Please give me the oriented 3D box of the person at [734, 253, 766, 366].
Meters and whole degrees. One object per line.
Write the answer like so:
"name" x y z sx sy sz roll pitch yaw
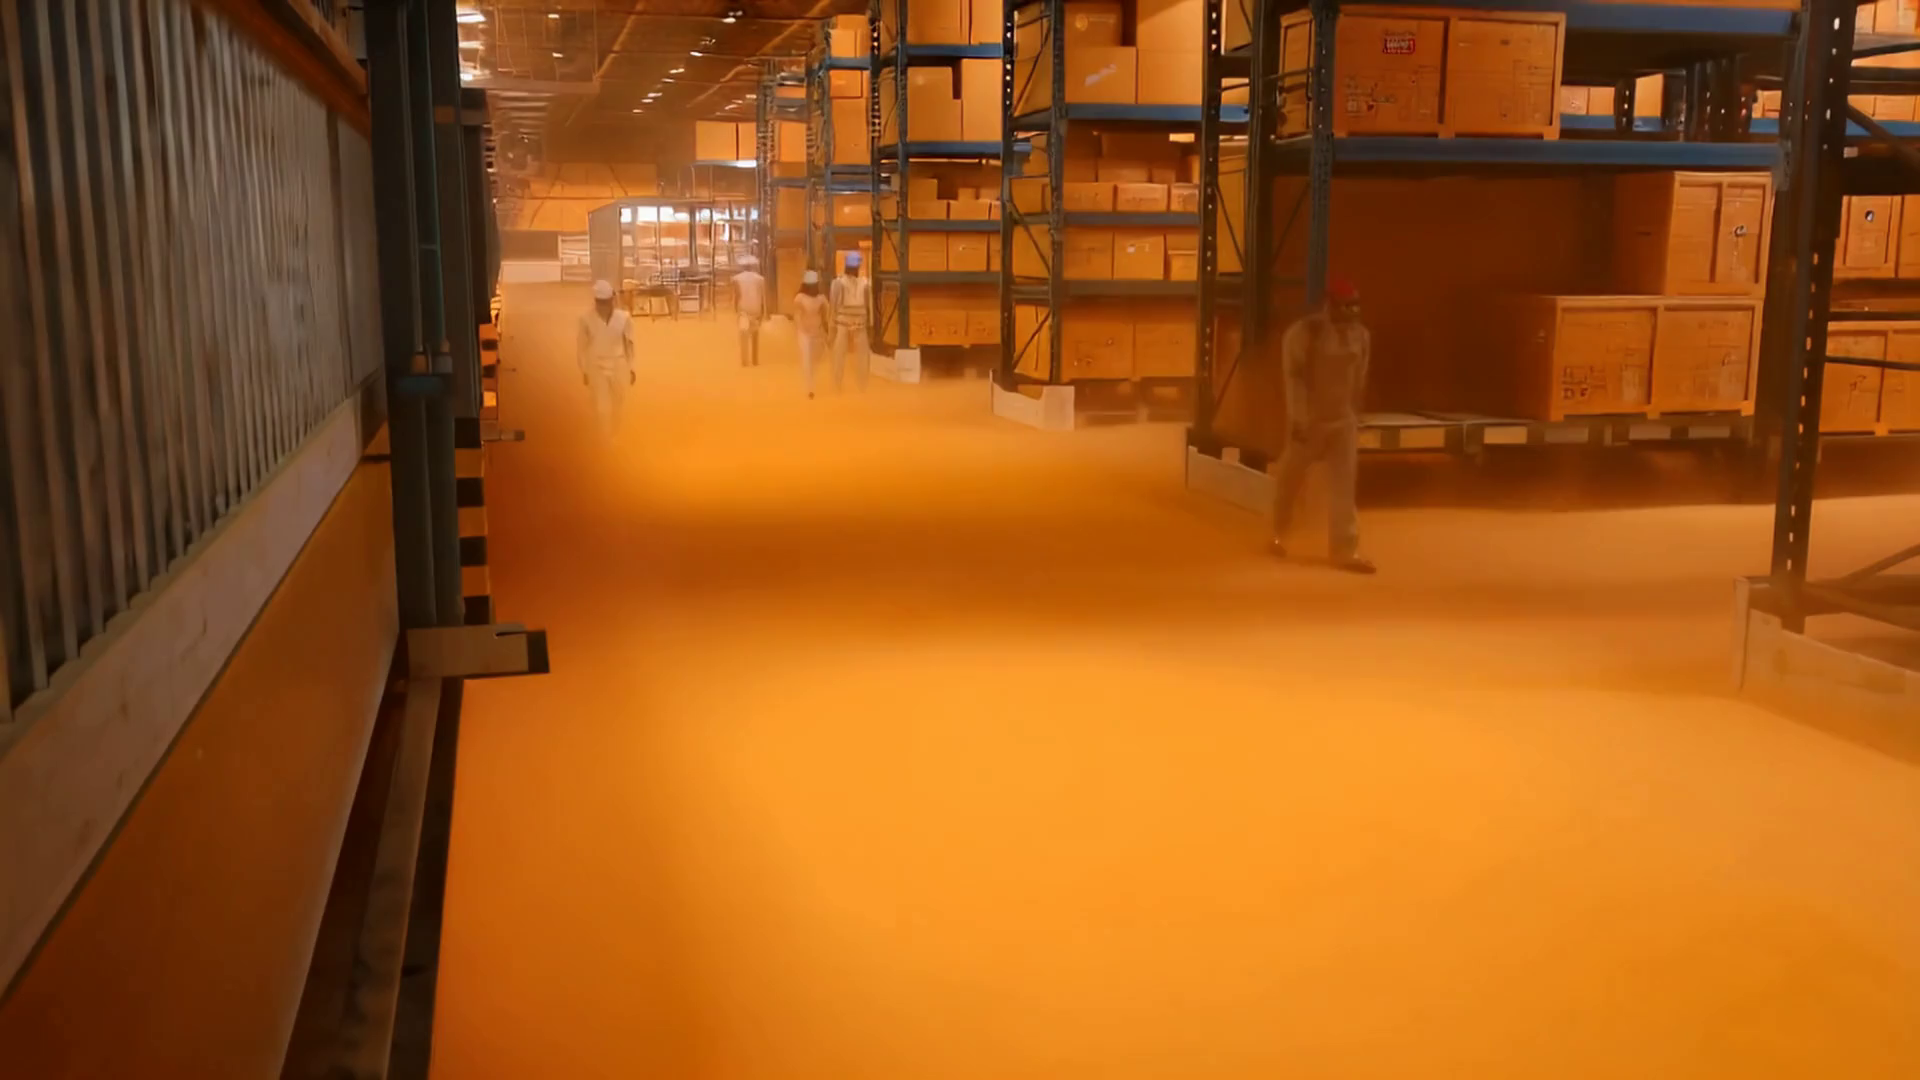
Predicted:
"person" -3.535 -3.848 27.930 0.542 1.916 0.746 1 10 4

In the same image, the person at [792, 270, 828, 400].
"person" -2.018 -2.748 22.227 0.490 1.725 0.598 -4 11 -20

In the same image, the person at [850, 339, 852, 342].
"person" -2.332 -5.096 35.189 0.429 1.838 0.621 2 10 13

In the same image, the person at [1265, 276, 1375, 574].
"person" 2.305 -0.758 10.626 0.638 1.844 1.017 -4 11 -20

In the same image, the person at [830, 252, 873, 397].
"person" -1.461 -2.915 22.532 0.605 1.943 0.402 -4 11 -21

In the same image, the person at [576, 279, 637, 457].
"person" -3.477 -1.708 16.362 0.563 1.716 0.897 -4 11 -24
